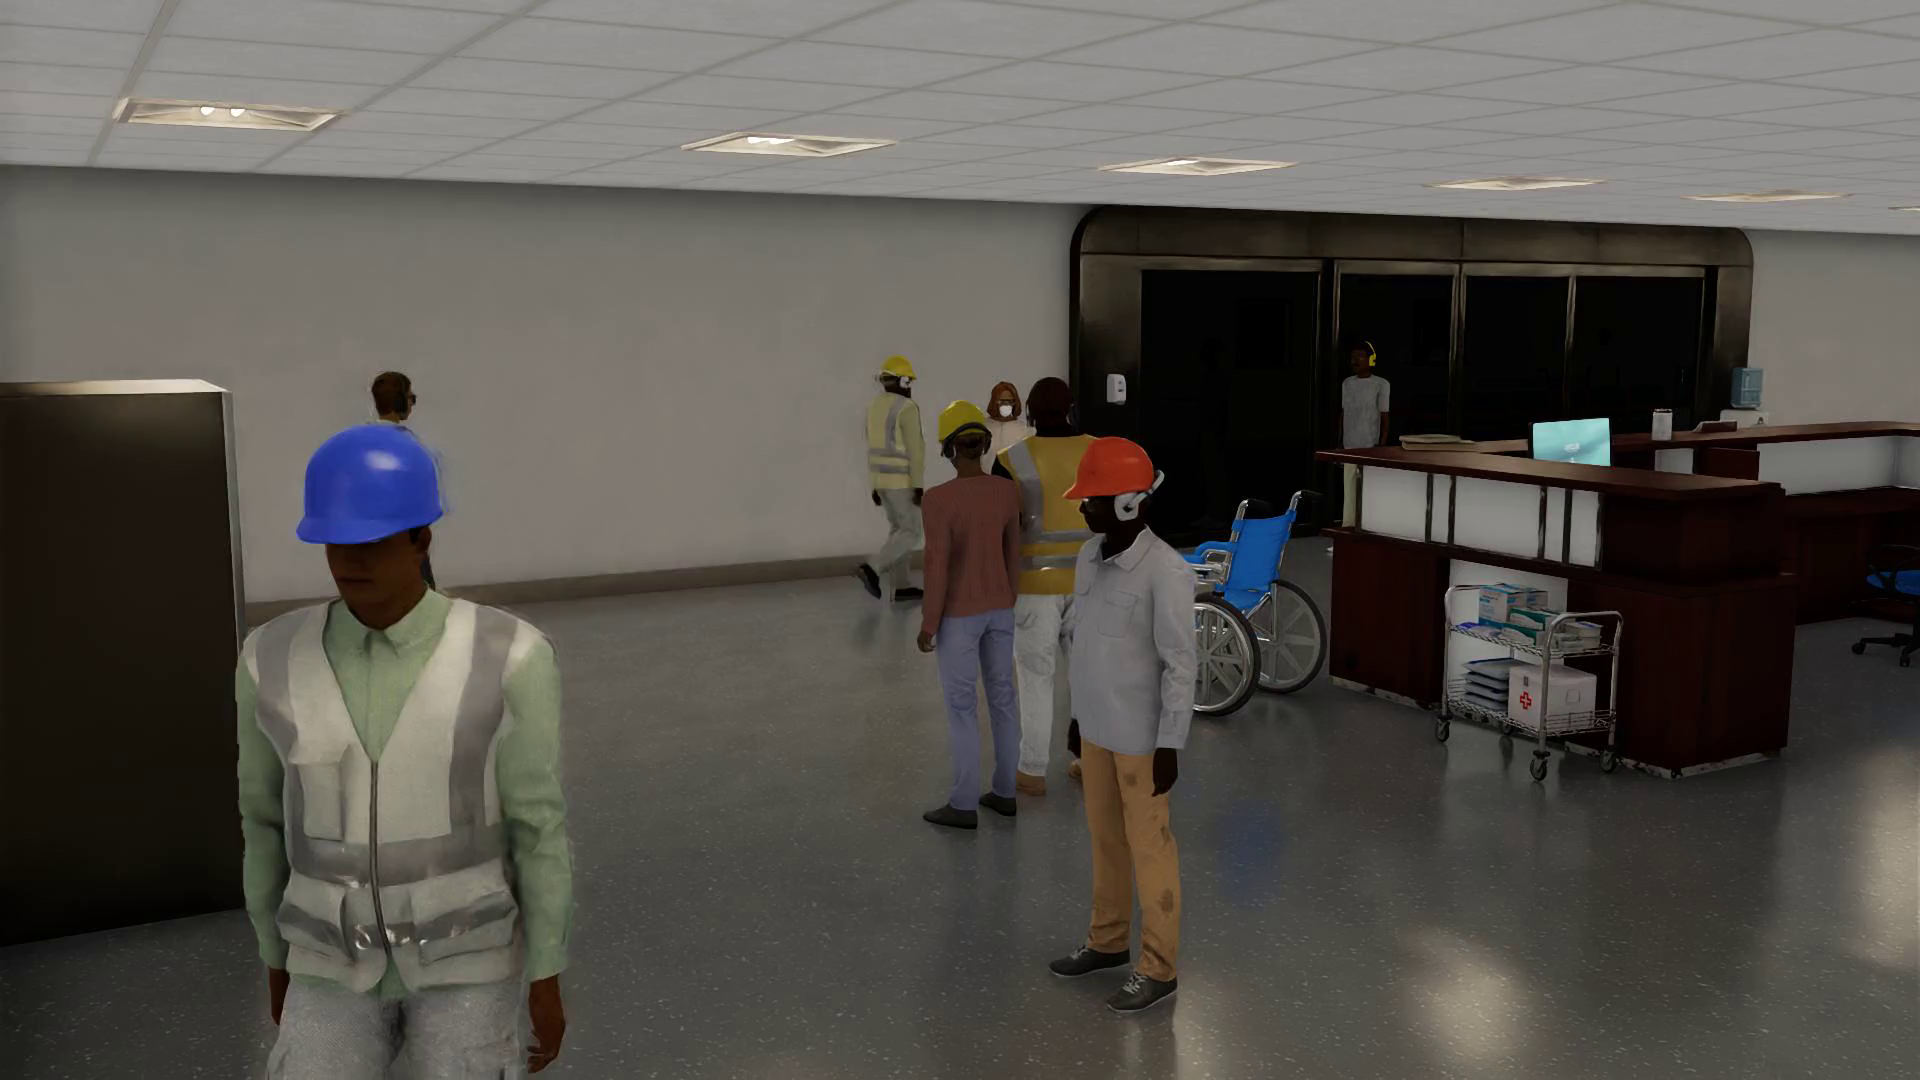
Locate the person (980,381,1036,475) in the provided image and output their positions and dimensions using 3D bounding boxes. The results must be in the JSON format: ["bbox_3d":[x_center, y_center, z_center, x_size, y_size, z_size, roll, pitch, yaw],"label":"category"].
[{"bbox_3d":[0.306,-0.318,11.887,0.506,1.627,0.288,0,8,0],"label":"person"}]

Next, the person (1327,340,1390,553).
[{"bbox_3d":[3.475,-0.793,14.433,0.328,1.873,0.519,-7,11,-42],"label":"person"}]

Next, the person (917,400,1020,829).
[{"bbox_3d":[0.030,0.307,6.872,0.526,1.761,0.337,-7,11,-42],"label":"person"}]

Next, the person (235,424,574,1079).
[{"bbox_3d":[-1.002,0.755,3.014,0.610,1.935,0.427,0,8,-3],"label":"person"}]

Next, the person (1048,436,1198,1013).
[{"bbox_3d":[0.484,0.555,5.097,0.340,1.748,0.568,-4,9,-28],"label":"person"}]

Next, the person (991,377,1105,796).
[{"bbox_3d":[0.404,0.206,7.323,0.624,1.841,0.430,-3,8,-21],"label":"person"}]

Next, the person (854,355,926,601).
[{"bbox_3d":[-0.511,-0.429,12.037,0.571,1.807,0.612,-5,9,-33],"label":"person"}]
